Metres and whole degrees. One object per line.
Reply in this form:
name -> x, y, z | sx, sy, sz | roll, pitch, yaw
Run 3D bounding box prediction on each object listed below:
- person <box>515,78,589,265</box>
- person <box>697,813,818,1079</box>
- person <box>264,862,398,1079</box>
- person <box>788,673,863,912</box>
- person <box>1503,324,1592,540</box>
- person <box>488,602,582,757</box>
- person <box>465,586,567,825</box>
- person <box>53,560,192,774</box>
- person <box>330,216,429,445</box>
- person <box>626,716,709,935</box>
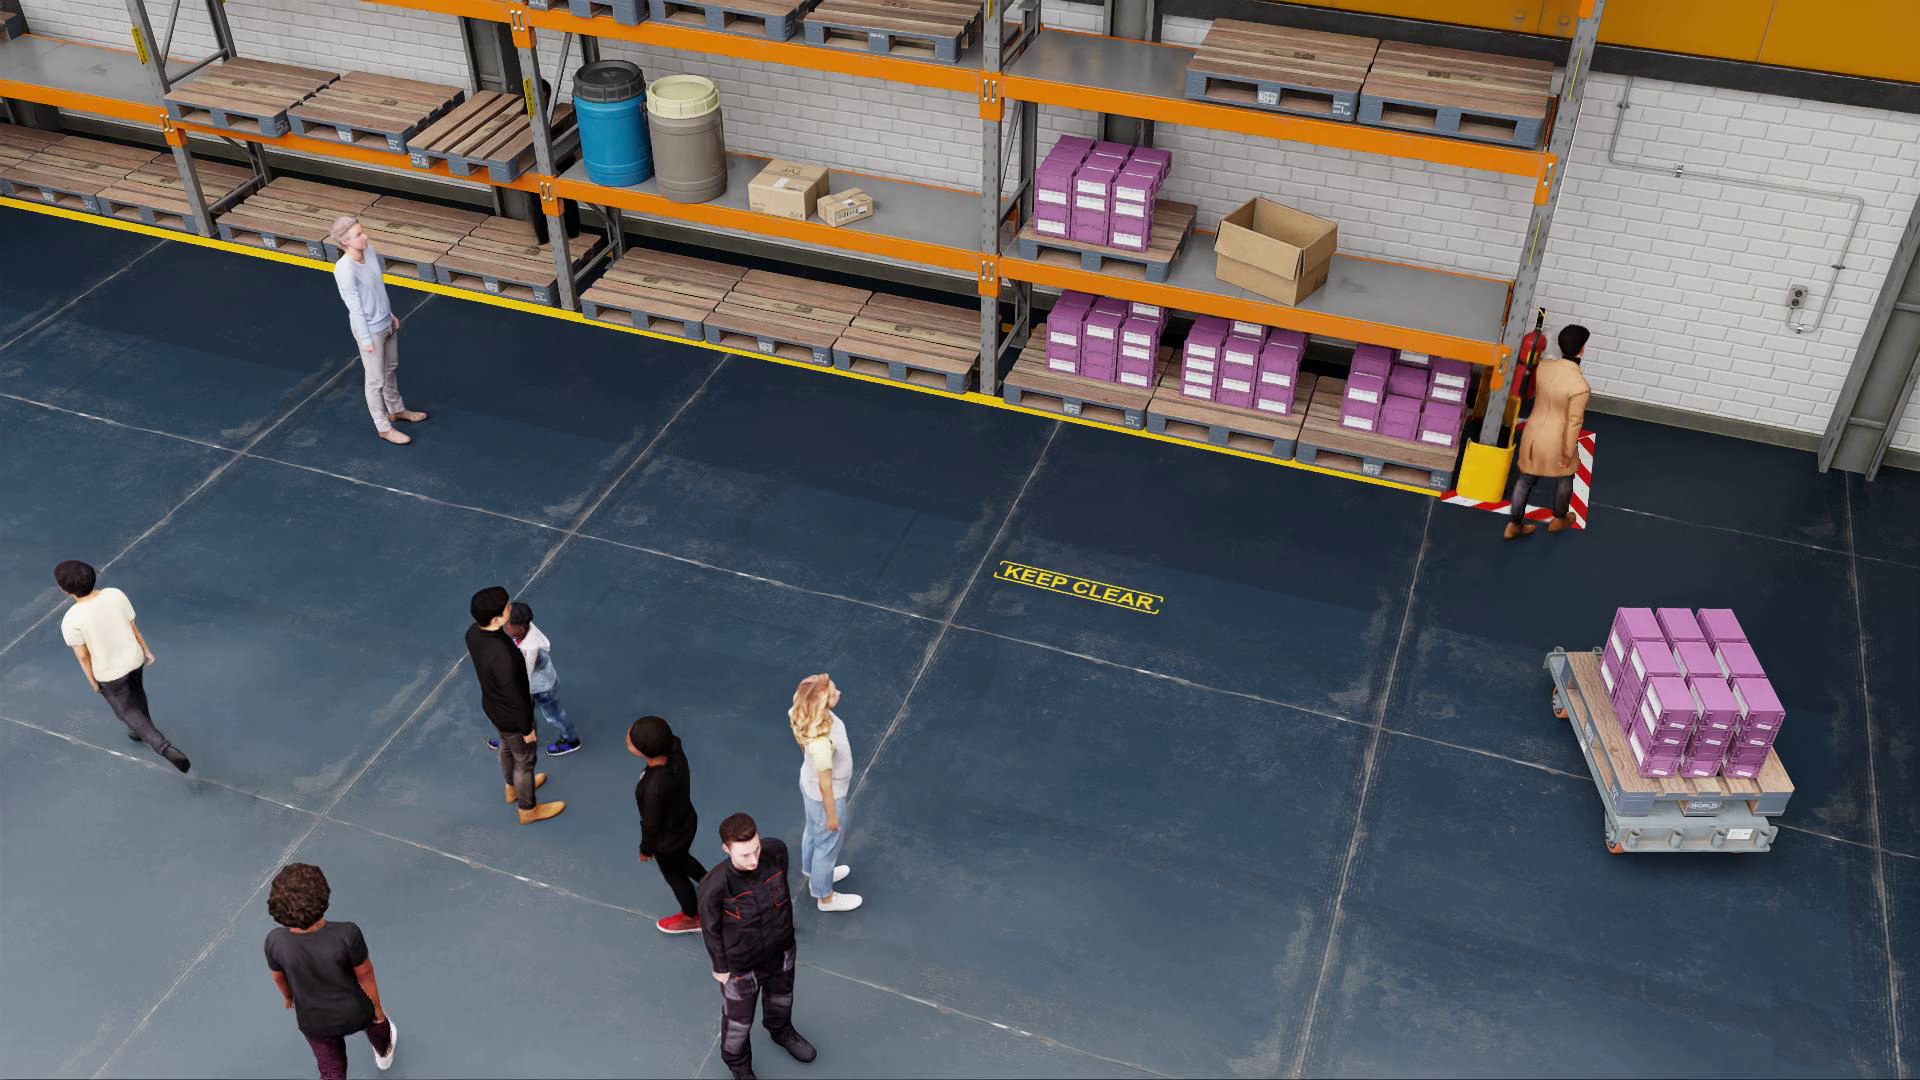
person -> -3.732, -3.353, 15.126 | 0.771, 1.815, 0.827 | -17, 42, -20
person -> -1.019, 2.040, 8.296 | 0.774, 1.912, 0.750 | -31, 48, -33
person -> -3.054, 2.311, 8.083 | 1.130, 1.754, 1.104 | -10, 40, -13
person -> -0.765, 1.399, 9.250 | 0.736, 1.722, 0.705 | -12, 40, -14
person -> 4.160, -0.722, 11.927 | 0.968, 1.697, 0.928 | -20, 43, -23
person -> -2.564, 0.865, 10.309 | 0.823, 1.236, 0.756 | -15, 41, -17
person -> -2.661, 0.967, 9.792 | 0.777, 1.721, 0.665 | -25, 45, -27
person -> -5.075, 0.802, 10.126 | 1.008, 1.563, 0.692 | 19, 42, 22
person -> -4.567, -1.653, 12.933 | 0.640, 1.895, 0.693 | 6, 39, 7
person -> -1.497, 1.587, 9.064 | 0.744, 1.662, 0.676 | 4, 39, 6
